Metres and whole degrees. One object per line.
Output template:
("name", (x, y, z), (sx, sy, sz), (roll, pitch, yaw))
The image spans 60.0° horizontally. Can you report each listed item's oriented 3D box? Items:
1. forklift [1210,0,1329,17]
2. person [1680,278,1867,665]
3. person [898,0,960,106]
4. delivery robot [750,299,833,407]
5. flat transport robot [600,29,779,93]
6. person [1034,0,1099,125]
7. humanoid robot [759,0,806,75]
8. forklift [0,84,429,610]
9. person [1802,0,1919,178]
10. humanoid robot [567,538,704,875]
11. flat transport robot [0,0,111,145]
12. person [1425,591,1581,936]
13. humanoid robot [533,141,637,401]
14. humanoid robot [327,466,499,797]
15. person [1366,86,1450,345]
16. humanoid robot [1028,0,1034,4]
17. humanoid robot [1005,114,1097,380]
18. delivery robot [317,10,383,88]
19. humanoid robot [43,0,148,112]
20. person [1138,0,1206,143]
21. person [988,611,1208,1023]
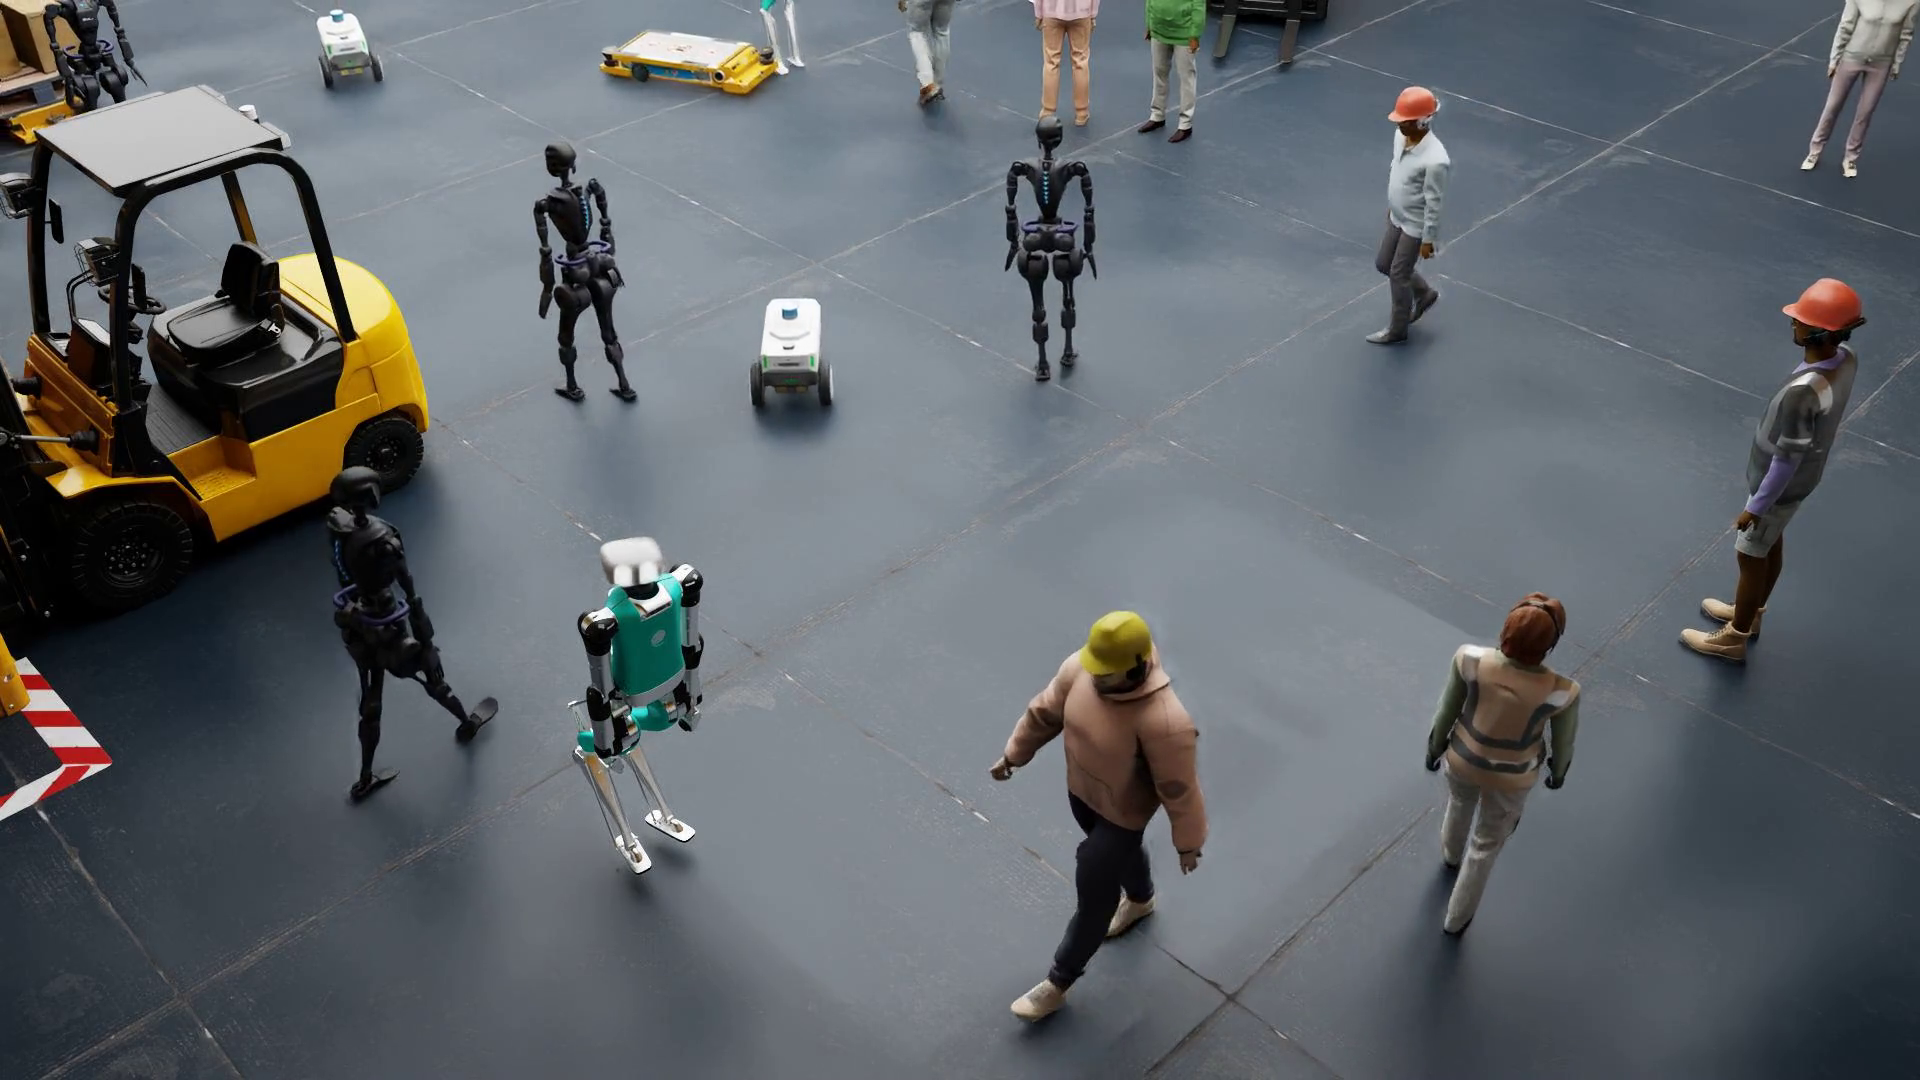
("forklift", (3.106, -6.400, 15.960), (1.214, 2.155, 2.313), (8, 37, 10))
("person", (3.874, -0.307, 7.929), (0.390, 2.040, 0.613), (27, 44, 31))
("person", (-0.214, -4.543, 13.700), (0.642, 1.915, 0.498), (-14, 39, -17))
("delivery robot", (-1.046, -1.204, 10.363), (0.499, 0.587, 0.766), (-1, 37, -1))
("flat transport robot", (-2.387, -4.217, 14.641), (1.431, 0.231, 0.659), (13, 39, 16))
("person", (0.851, -4.198, 13.350), (0.524, 1.782, 0.406), (0, 37, 0))
("humanoid robot", (-1.517, -4.888, 14.307), (0.532, 1.750, 0.803), (-16, 39, -20))
("forklift", (-4.145, -1.093, 8.856), (2.313, 2.155, 1.214), (-31, 47, -34))
("person", (6.853, -3.609, 12.587), (0.522, 1.758, 0.345), (11, 38, 14))
("humanoid robot", (-1.392, 0.612, 6.839), (0.533, 1.677, 0.735), (-31, 47, -34))
("flat transport robot", (-7.824, -3.656, 13.890), (1.431, 0.231, 0.659), (27, 45, 32))
("person", (2.193, 0.854, 6.727), (0.537, 1.610, 0.724), (21, 41, 25))
("humanoid robot", (-2.272, -1.583, 9.949), (0.534, 1.647, 0.613), (24, 43, 28))
("humanoid robot", (-2.544, 0.368, 7.369), (0.589, 1.626, 0.780), (22, 42, 27))
("person", (2.865, -2.044, 10.511), (0.536, 1.723, 0.594), (-5, 37, -7))
("humanoid robot", (0.763, -5.880, 15.529), (0.533, 1.677, 0.735), (-31, 47, -34))
("humanoid robot", (0.557, -1.782, 10.215), (0.584, 1.639, 0.420), (5, 37, 6))
("delivery robot", (-5.373, -4.299, 14.528), (0.499, 0.613, 0.790), (-15, 39, -19))
("humanoid robot", (-6.502, -3.543, 12.552), (0.599, 1.655, 0.315), (-31, 47, -34))
("person", (1.694, -4.053, 13.163), (0.545, 1.779, 0.384), (26, 44, 31))
("person", (0.511, 1.006, 6.352), (0.927, 1.819, 0.805), (-24, 43, -28))
